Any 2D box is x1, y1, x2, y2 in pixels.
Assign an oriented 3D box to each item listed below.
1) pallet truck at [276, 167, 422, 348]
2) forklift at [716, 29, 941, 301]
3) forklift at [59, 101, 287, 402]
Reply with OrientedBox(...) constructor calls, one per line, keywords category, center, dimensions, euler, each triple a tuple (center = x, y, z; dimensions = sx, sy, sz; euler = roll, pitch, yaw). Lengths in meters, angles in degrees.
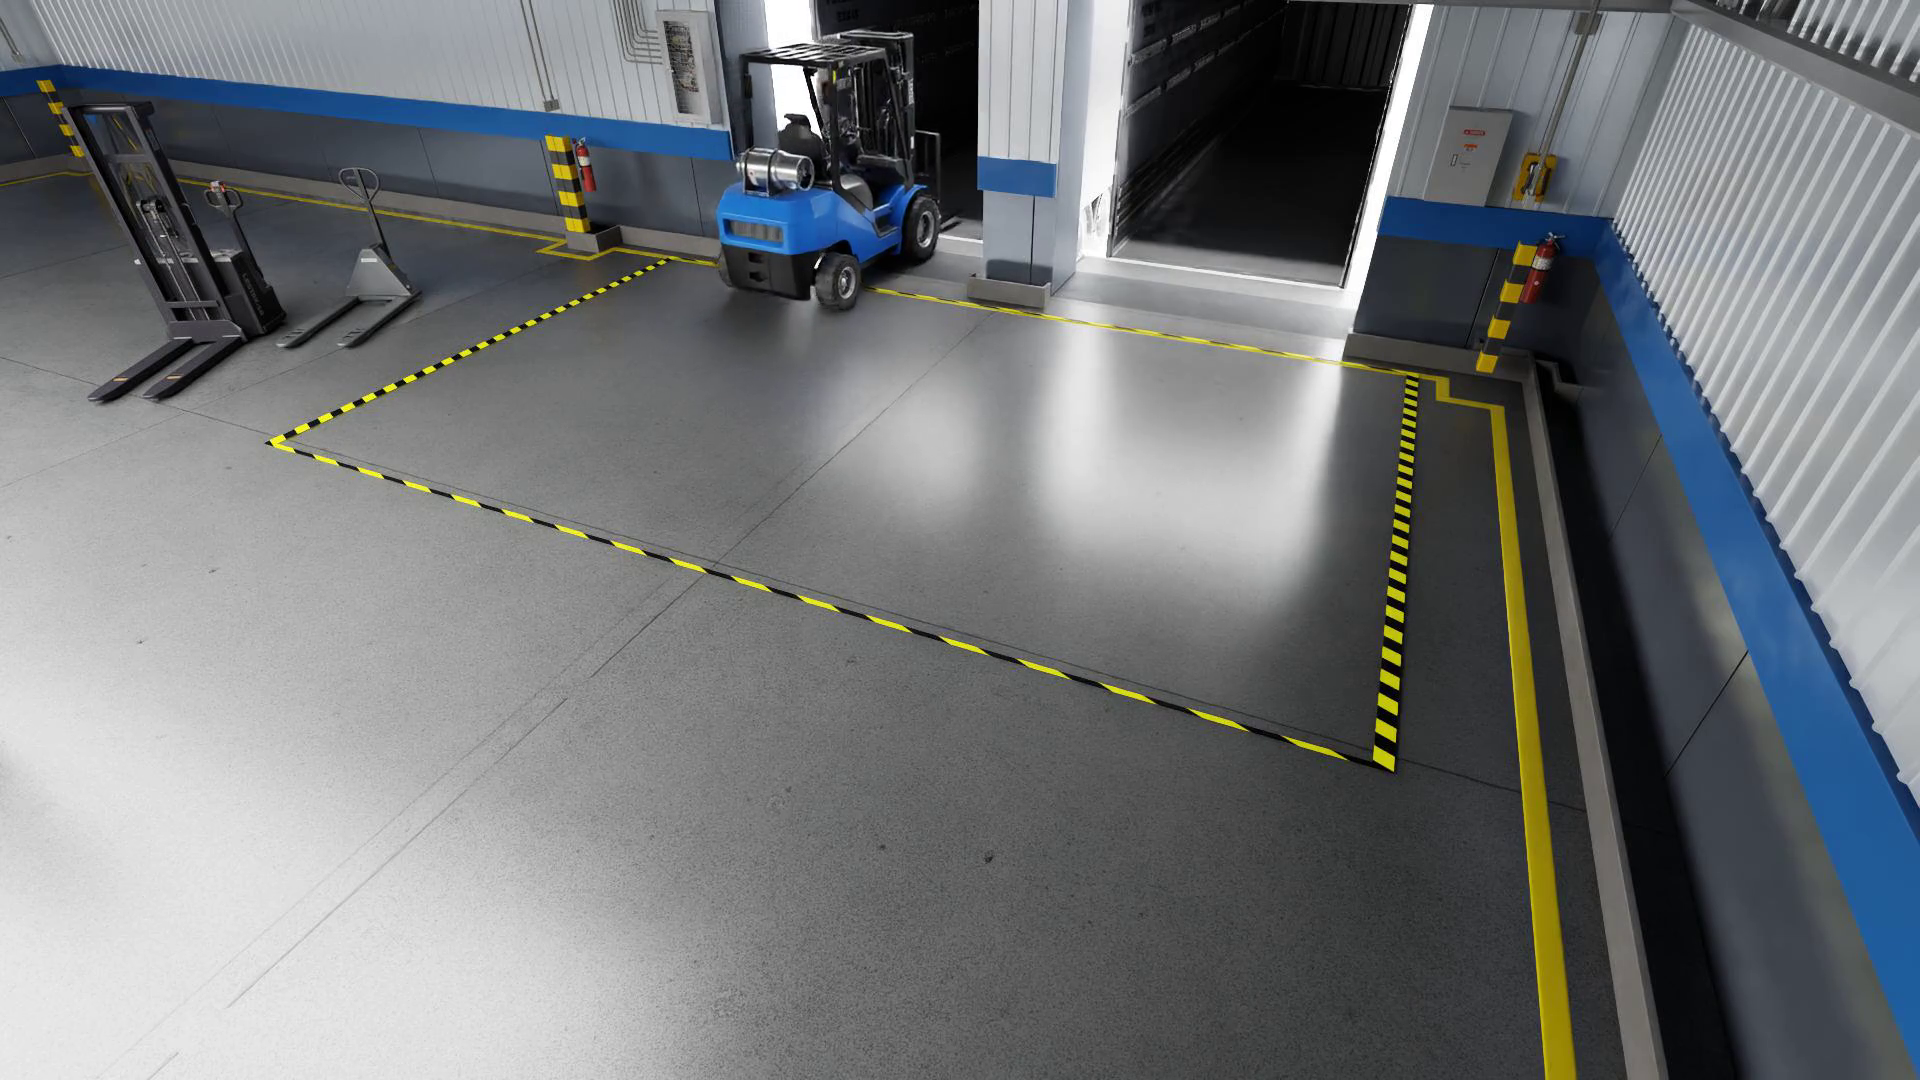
OrientedBox(category="pallet truck", center=(-5.732, -2.611, 8.414), dimensions=(0.680, 1.201, 1.601), euler=(-1, 35, -1))
OrientedBox(category="forklift", center=(-1.300, -3.815, 9.149), dimensions=(1.157, 2.036, 2.680), euler=(16, 38, 21))
OrientedBox(category="forklift", center=(-6.686, -2.387, 7.434), dimensions=(0.823, 1.965, 1.885), euler=(-3, 35, -5))
